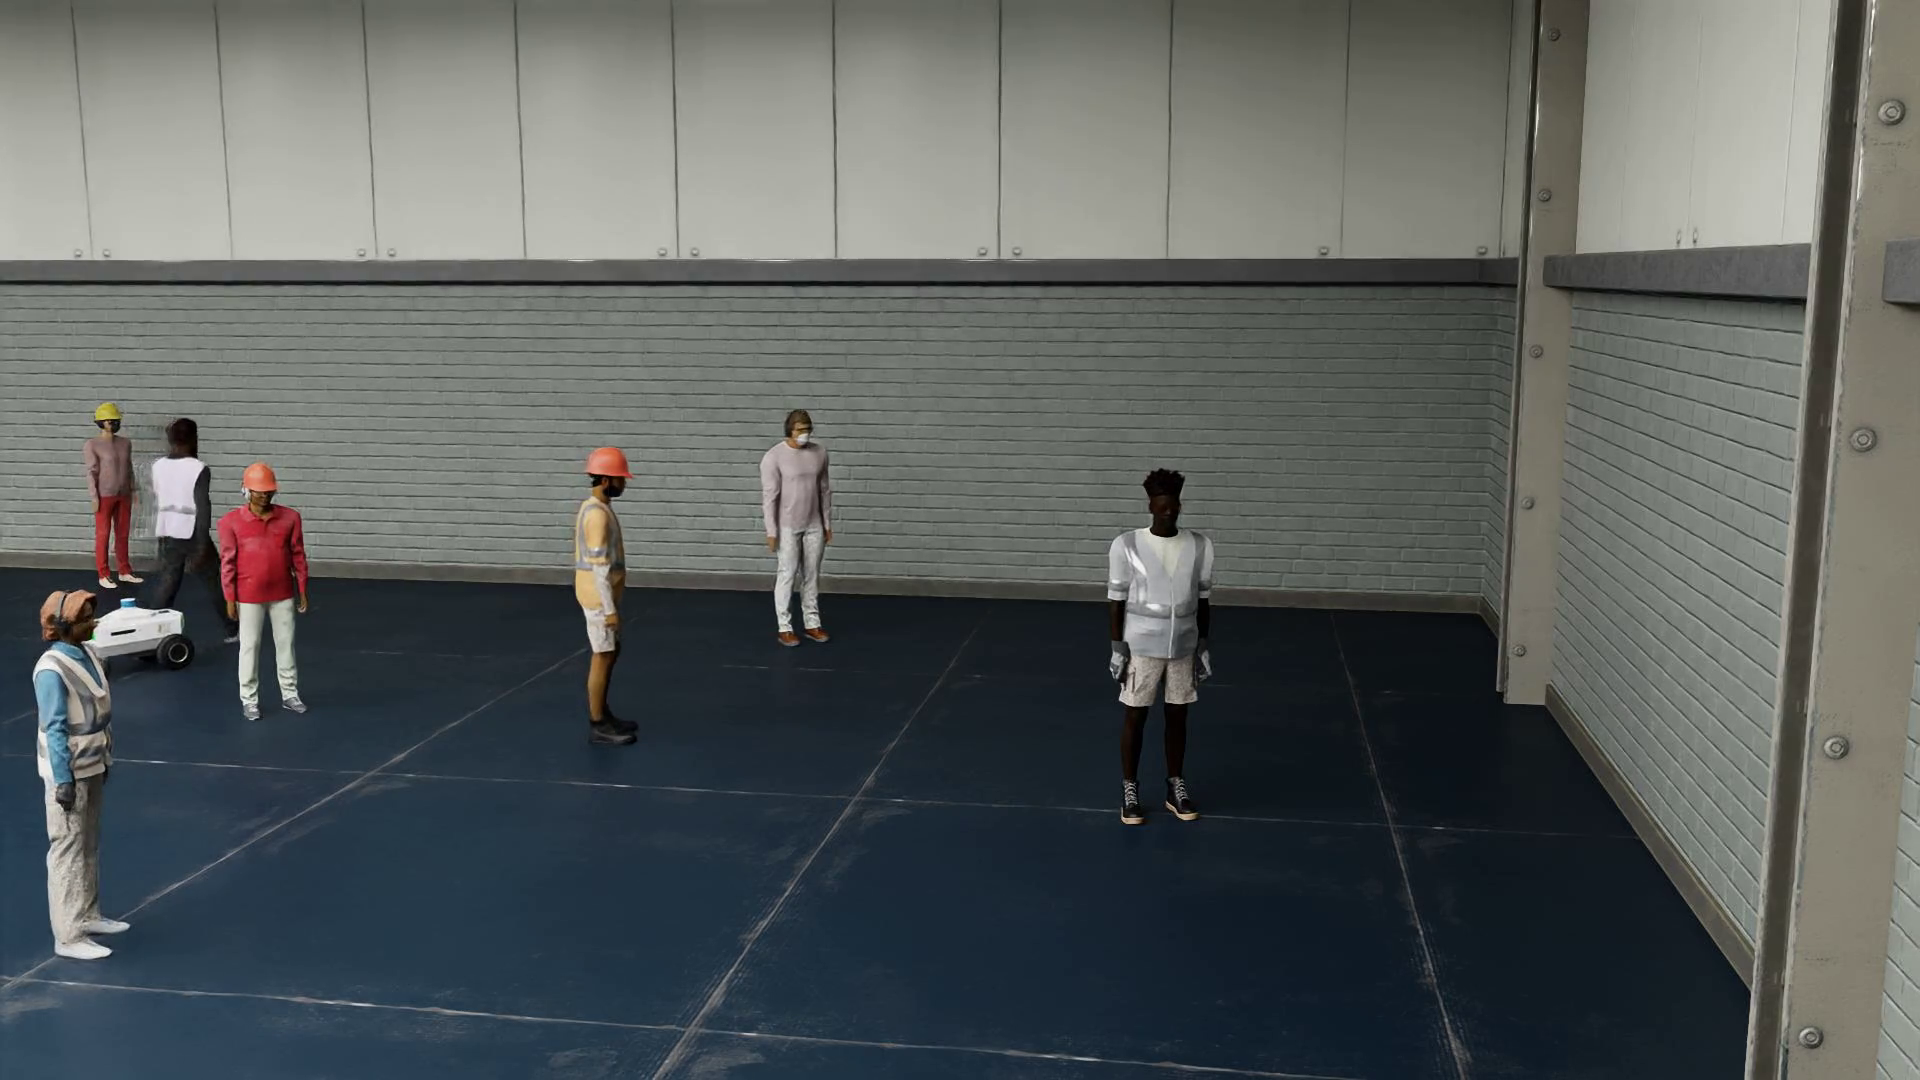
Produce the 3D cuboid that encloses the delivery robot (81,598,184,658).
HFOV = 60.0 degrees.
[{"bbox_3d":[-6.267,0.684,12.558,0.477,0.478,0.707,8,12,39],"label":"delivery robot"}]

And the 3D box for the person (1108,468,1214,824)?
[{"bbox_3d":[1.107,0.579,9.154,0.607,1.965,0.367,-2,9,-13],"label":"person"}]

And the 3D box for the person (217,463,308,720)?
[{"bbox_3d":[-4.707,0.342,11.291,0.565,1.744,0.342,-7,12,-38],"label":"person"}]

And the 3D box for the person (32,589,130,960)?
[{"bbox_3d":[-3.923,1.028,7.392,0.310,1.638,0.523,-2,9,-11],"label":"person"}]

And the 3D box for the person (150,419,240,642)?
[{"bbox_3d":[-6.171,-0.031,13.271,0.592,1.872,0.972,3,10,20],"label":"person"}]

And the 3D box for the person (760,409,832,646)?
[{"bbox_3d":[-1.313,-0.101,13.486,0.635,1.929,0.386,-8,12,-39],"label":"person"}]

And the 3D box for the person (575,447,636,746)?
[{"bbox_3d":[-2.246,0.363,10.630,0.411,1.918,0.557,-2,9,-11],"label":"person"}]

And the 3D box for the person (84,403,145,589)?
[{"bbox_3d":[-8.128,-0.428,15.973,0.307,1.772,0.526,3,10,20],"label":"person"}]
